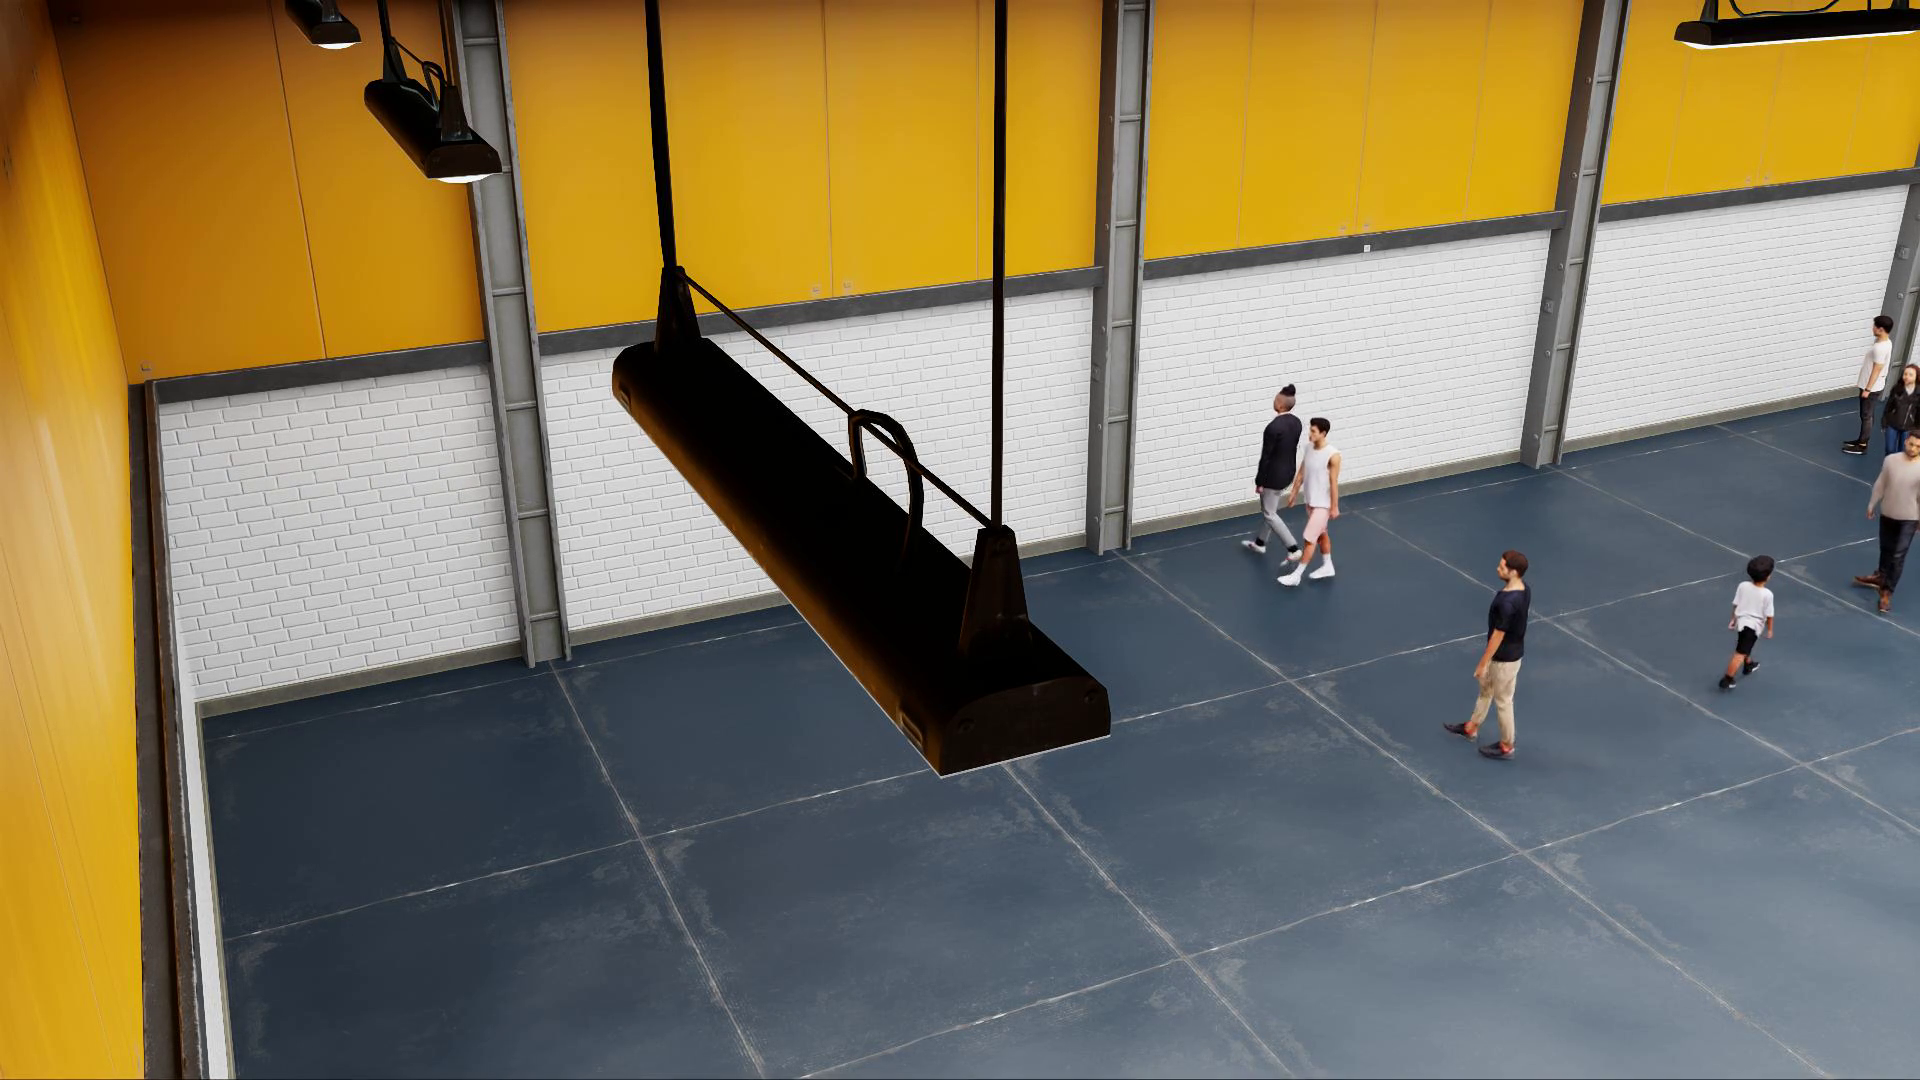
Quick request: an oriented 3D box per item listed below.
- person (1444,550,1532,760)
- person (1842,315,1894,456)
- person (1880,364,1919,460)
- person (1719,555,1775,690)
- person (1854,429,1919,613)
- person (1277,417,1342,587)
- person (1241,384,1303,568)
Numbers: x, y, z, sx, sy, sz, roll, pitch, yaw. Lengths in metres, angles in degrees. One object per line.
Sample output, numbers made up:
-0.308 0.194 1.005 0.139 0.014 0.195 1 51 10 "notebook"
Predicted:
4.504 0.957 13.507 0.992 1.841 0.946 12 26 25 "person"
11.077 -1.895 20.186 0.766 1.717 0.655 14 27 30 "person"
10.904 -1.340 19.224 0.714 1.471 0.793 19 30 36 "person"
6.965 0.760 14.725 0.927 1.226 0.613 -17 29 -33 "person"
9.189 -0.248 16.276 0.971 1.830 0.853 -14 27 -28 "person"
3.687 -0.392 16.704 0.974 1.752 0.694 -10 25 -21 "person"
3.314 -0.647 17.068 1.153 1.928 1.021 -22 32 -40 "person"
